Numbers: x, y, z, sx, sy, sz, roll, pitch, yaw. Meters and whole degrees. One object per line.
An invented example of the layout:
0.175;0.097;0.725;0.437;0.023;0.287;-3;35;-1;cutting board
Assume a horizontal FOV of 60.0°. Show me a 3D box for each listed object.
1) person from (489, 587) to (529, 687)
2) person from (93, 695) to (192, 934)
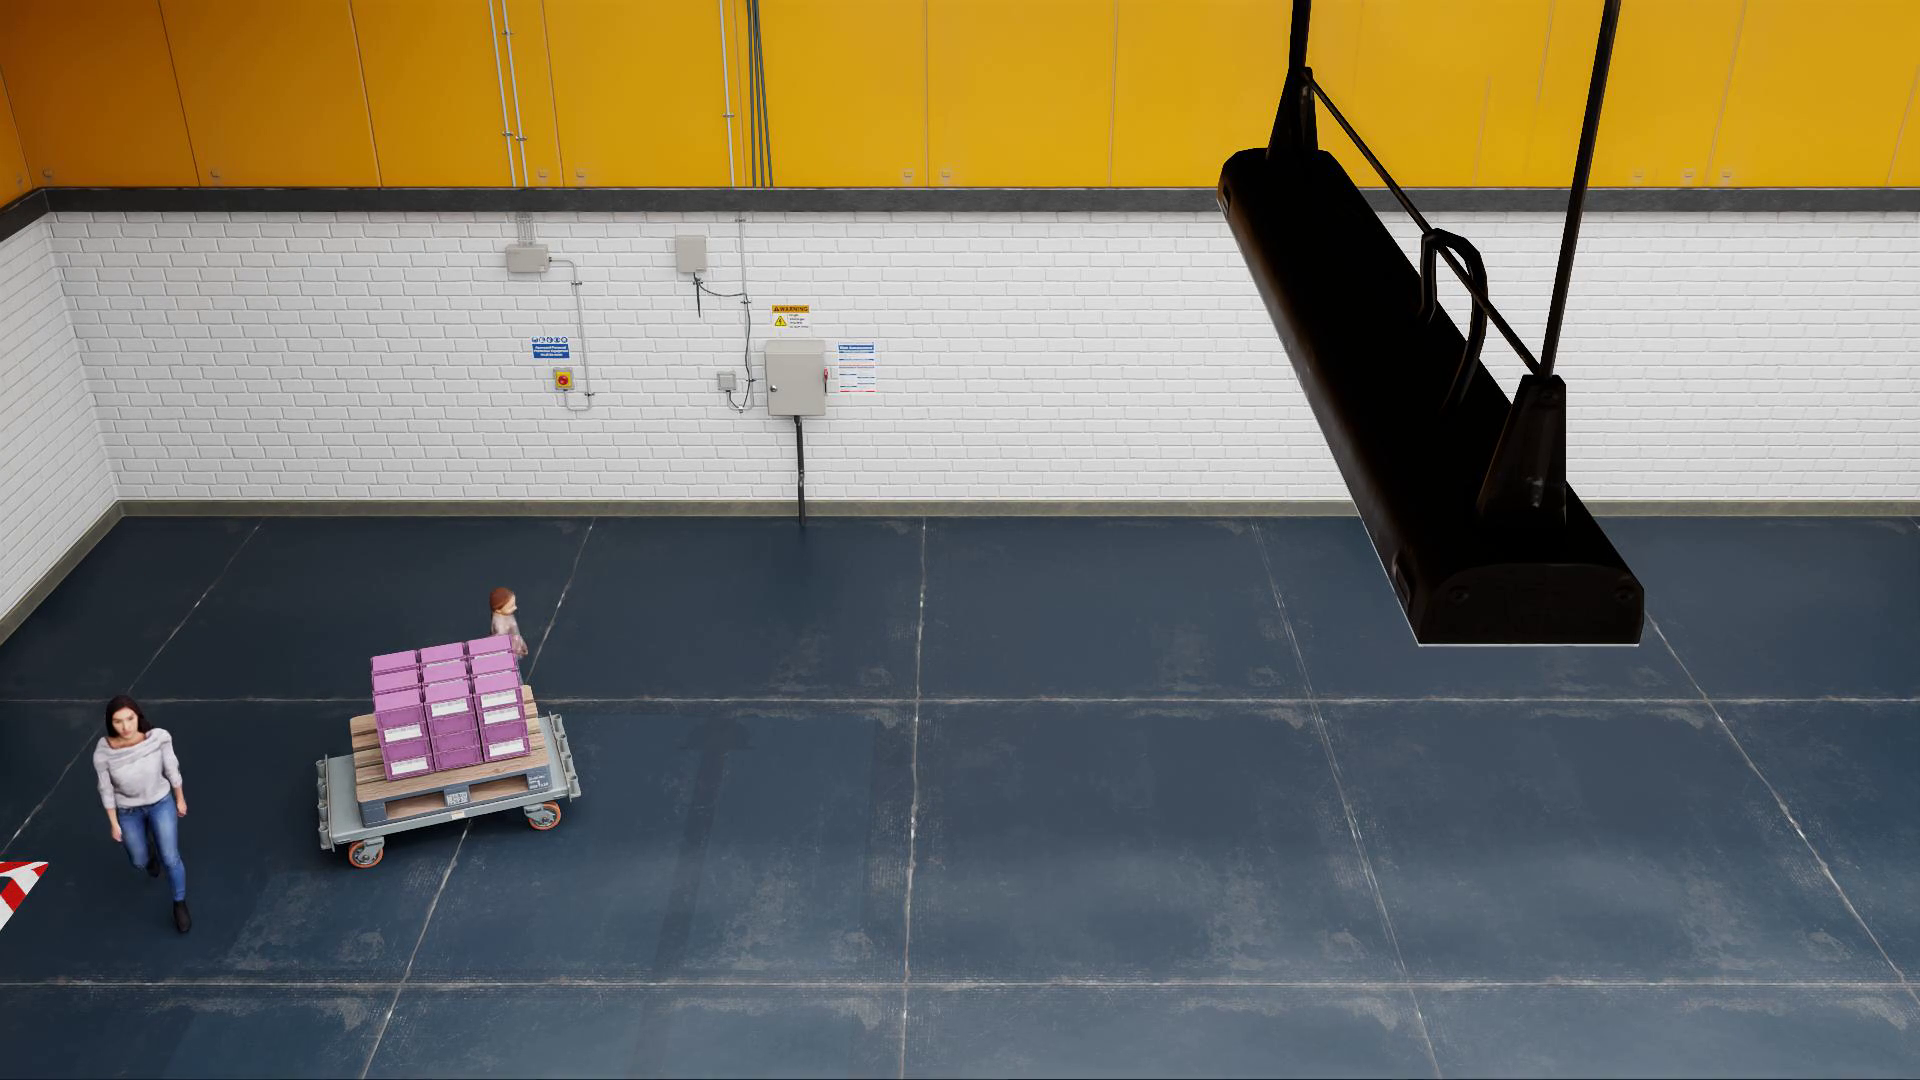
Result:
-3.286;0.853;11.948;0.592;1.173;0.530;-5;29;-10;person
-4.960;1.611;10.095;0.864;1.617;1.005;-16;32;-26;person
